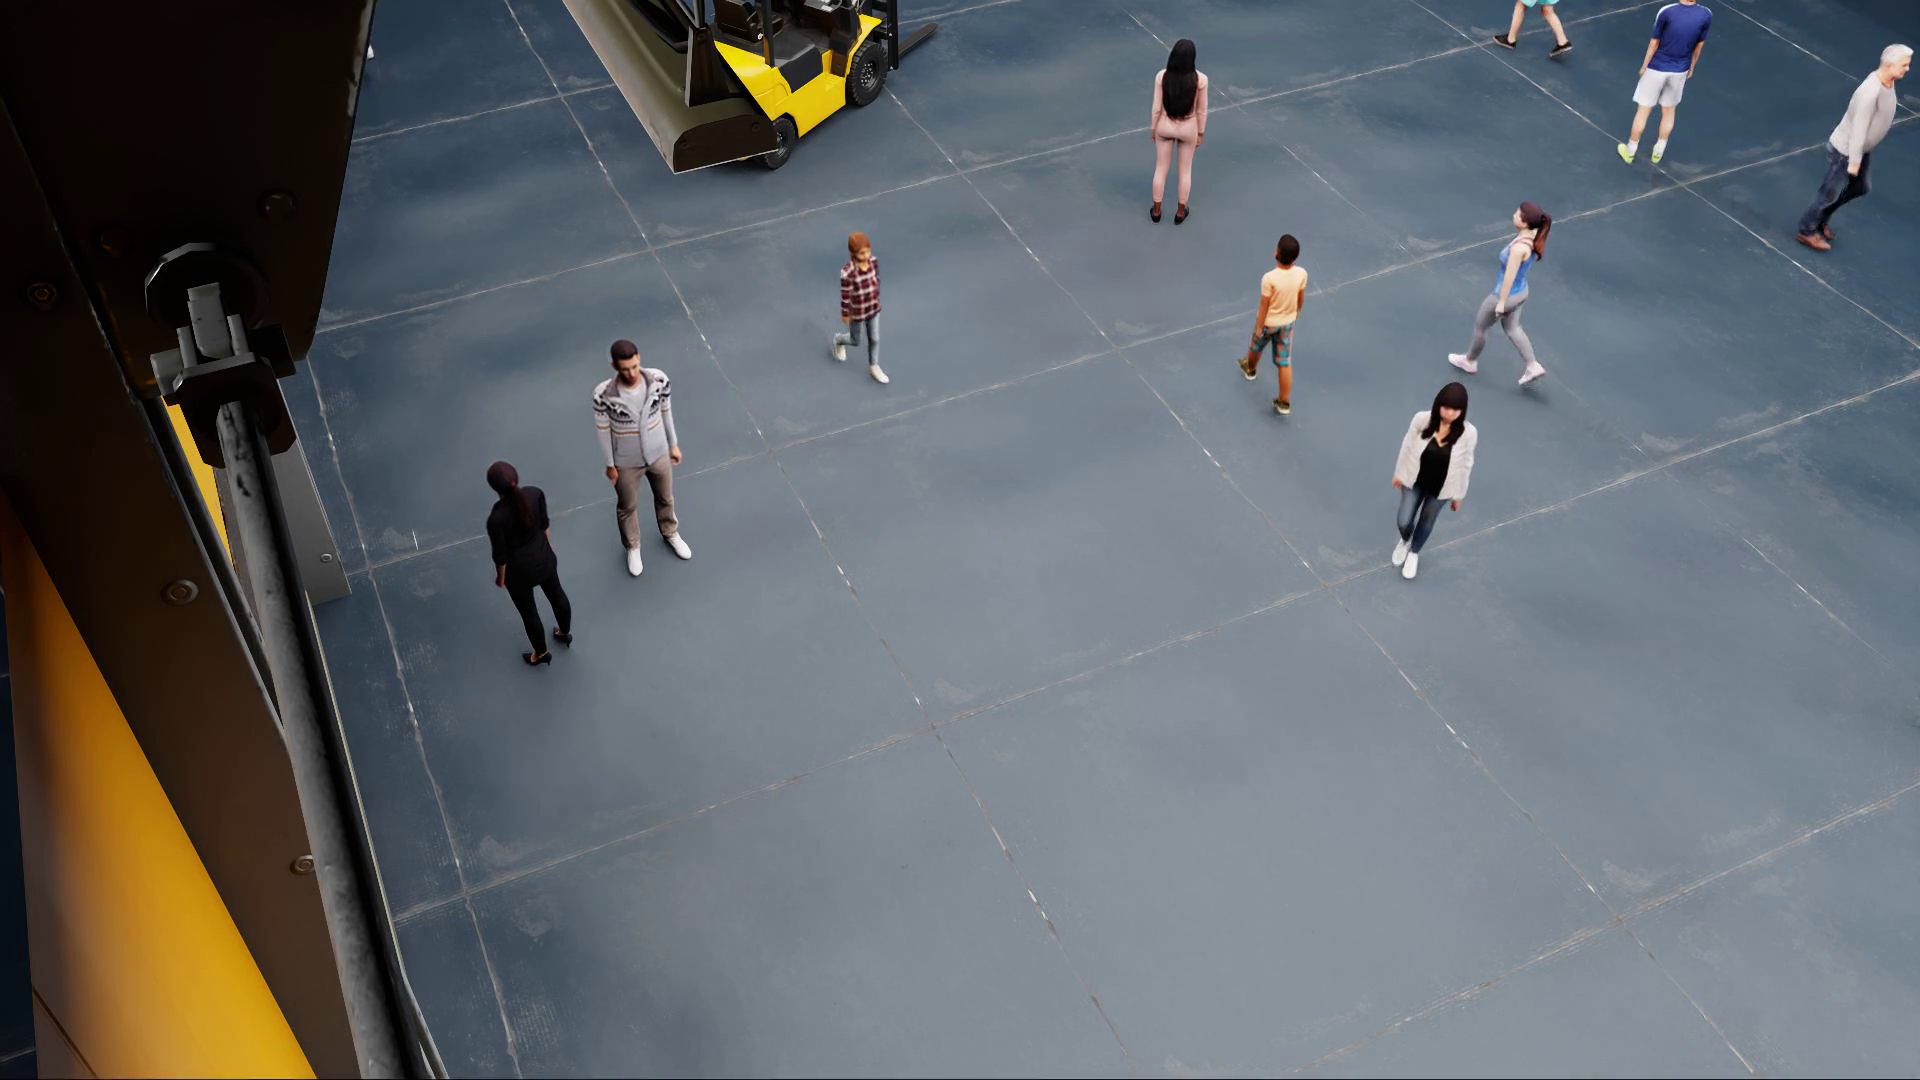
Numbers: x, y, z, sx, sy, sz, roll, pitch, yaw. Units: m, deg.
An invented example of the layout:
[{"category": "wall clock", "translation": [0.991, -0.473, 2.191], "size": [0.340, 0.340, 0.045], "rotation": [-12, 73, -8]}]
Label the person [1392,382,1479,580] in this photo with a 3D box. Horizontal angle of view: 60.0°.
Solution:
[{"category": "person", "translation": [3.176, -0.450, 11.209], "size": [0.734, 1.632, 0.790], "rotation": [14, 45, 14]}]

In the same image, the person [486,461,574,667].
[{"category": "person", "translation": [-2.740, 0.155, 10.553], "size": [0.697, 1.661, 0.685], "rotation": [28, 50, 26]}]

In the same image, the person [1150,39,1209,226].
[{"category": "person", "translation": [1.873, -3.518, 14.365], "size": [0.703, 1.721, 0.727], "rotation": [7, 44, 8]}]

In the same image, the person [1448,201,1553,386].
[{"category": "person", "translation": [4.257, -1.860, 12.719], "size": [1.070, 1.590, 0.797], "rotation": [33, 53, 30]}]

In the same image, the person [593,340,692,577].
[{"category": "person", "translation": [-2.157, -0.604, 11.204], "size": [0.679, 1.862, 0.559], "rotation": [-19, 47, -19]}]

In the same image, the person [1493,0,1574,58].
[{"category": "person", "translation": [5.916, -5.569, 16.655], "size": [1.107, 1.533, 0.803], "rotation": [35, 53, 31]}]

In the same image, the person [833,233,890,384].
[{"category": "person", "translation": [-0.796, -1.839, 12.913], "size": [0.660, 1.294, 0.858], "rotation": [-31, 52, -29]}]

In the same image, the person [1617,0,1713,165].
[{"category": "person", "translation": [6.419, -4.285, 15.085], "size": [0.719, 1.839, 0.719], "rotation": [2, 44, 2]}]

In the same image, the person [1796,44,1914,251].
[{"category": "person", "translation": [7.450, -3.326, 14.039], "size": [0.812, 1.894, 0.775], "rotation": [-33, 53, -30]}]

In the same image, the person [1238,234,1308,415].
[{"category": "person", "translation": [2.425, -1.608, 12.572], "size": [0.680, 1.430, 1.038], "rotation": [-9, 44, -10]}]
